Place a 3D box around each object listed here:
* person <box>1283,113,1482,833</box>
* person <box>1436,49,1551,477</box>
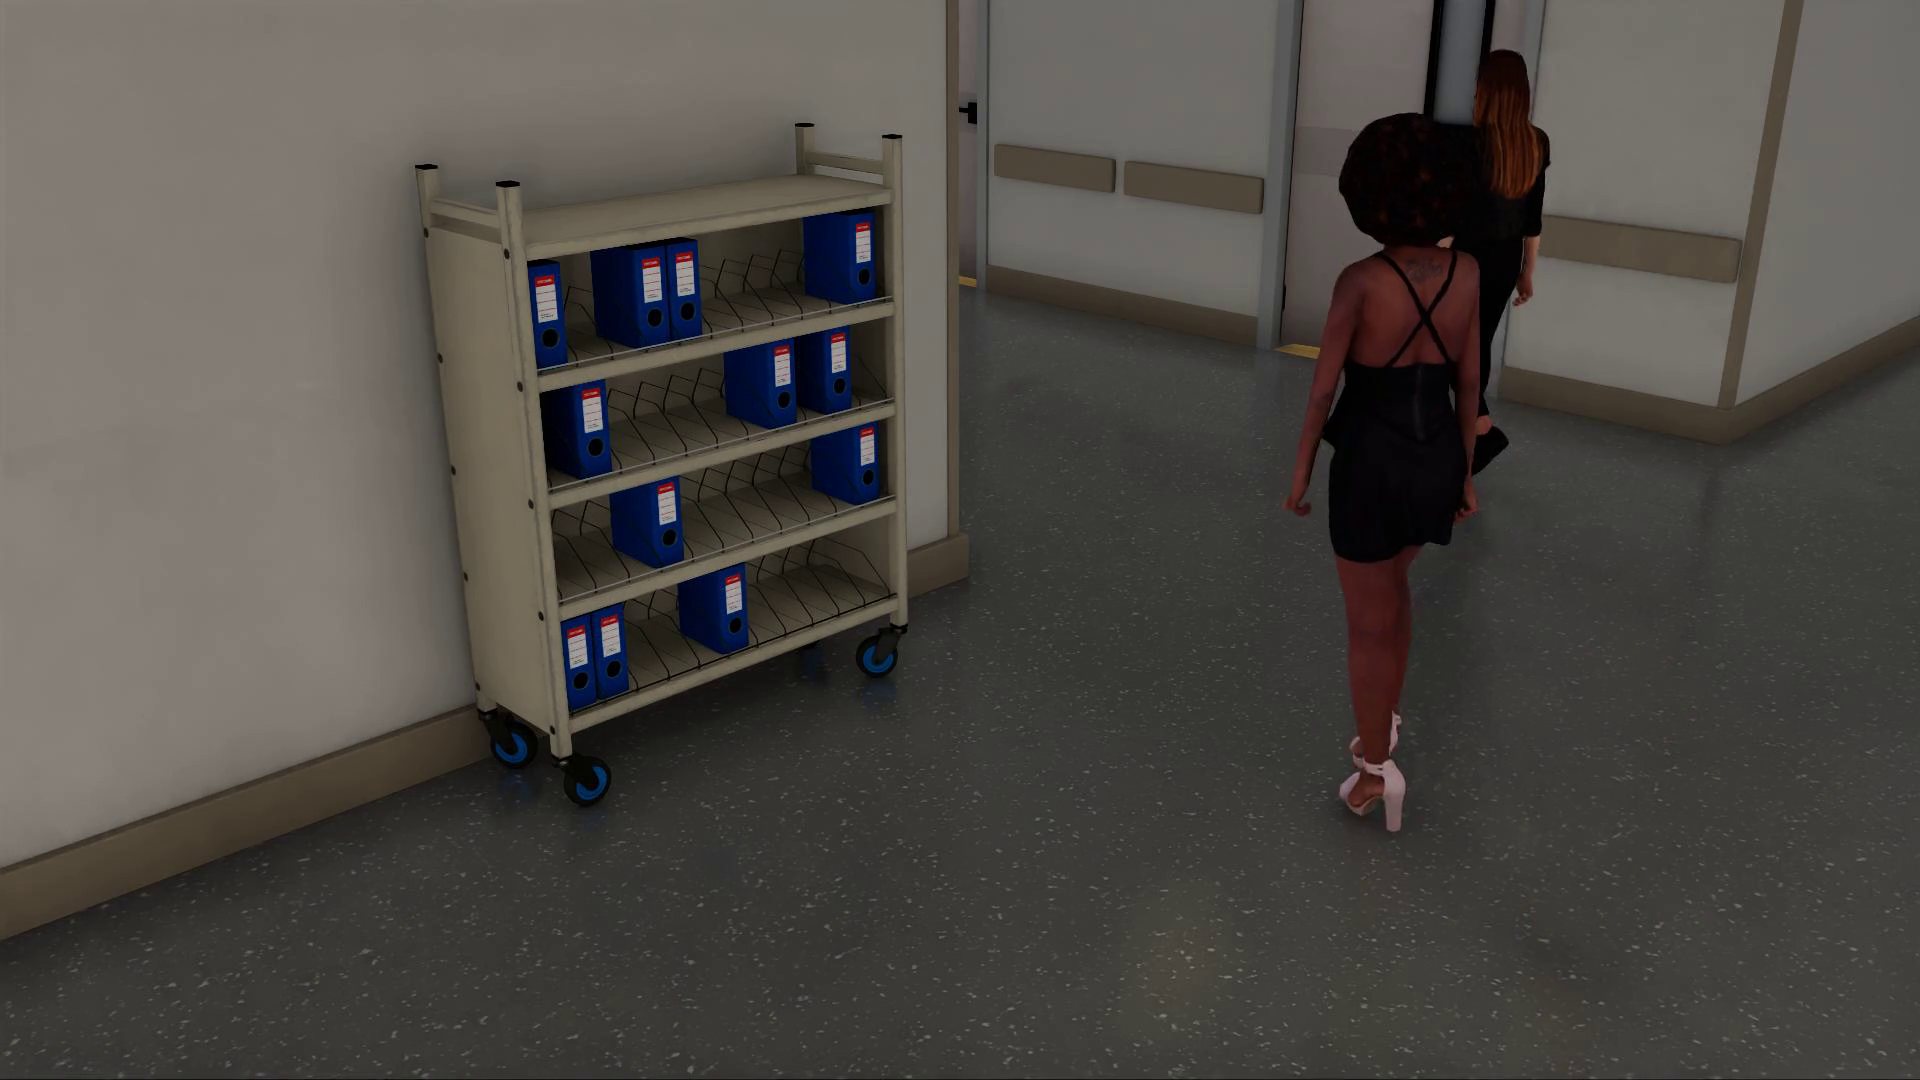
[{"bbox_3d":[1.079,-0.091,3.983,0.709,1.776,0.780,-7,22,-17],"label":"person"},{"bbox_3d":[2.135,-1.074,6.694,1.032,1.693,0.984,-5,21,-14],"label":"person"}]
